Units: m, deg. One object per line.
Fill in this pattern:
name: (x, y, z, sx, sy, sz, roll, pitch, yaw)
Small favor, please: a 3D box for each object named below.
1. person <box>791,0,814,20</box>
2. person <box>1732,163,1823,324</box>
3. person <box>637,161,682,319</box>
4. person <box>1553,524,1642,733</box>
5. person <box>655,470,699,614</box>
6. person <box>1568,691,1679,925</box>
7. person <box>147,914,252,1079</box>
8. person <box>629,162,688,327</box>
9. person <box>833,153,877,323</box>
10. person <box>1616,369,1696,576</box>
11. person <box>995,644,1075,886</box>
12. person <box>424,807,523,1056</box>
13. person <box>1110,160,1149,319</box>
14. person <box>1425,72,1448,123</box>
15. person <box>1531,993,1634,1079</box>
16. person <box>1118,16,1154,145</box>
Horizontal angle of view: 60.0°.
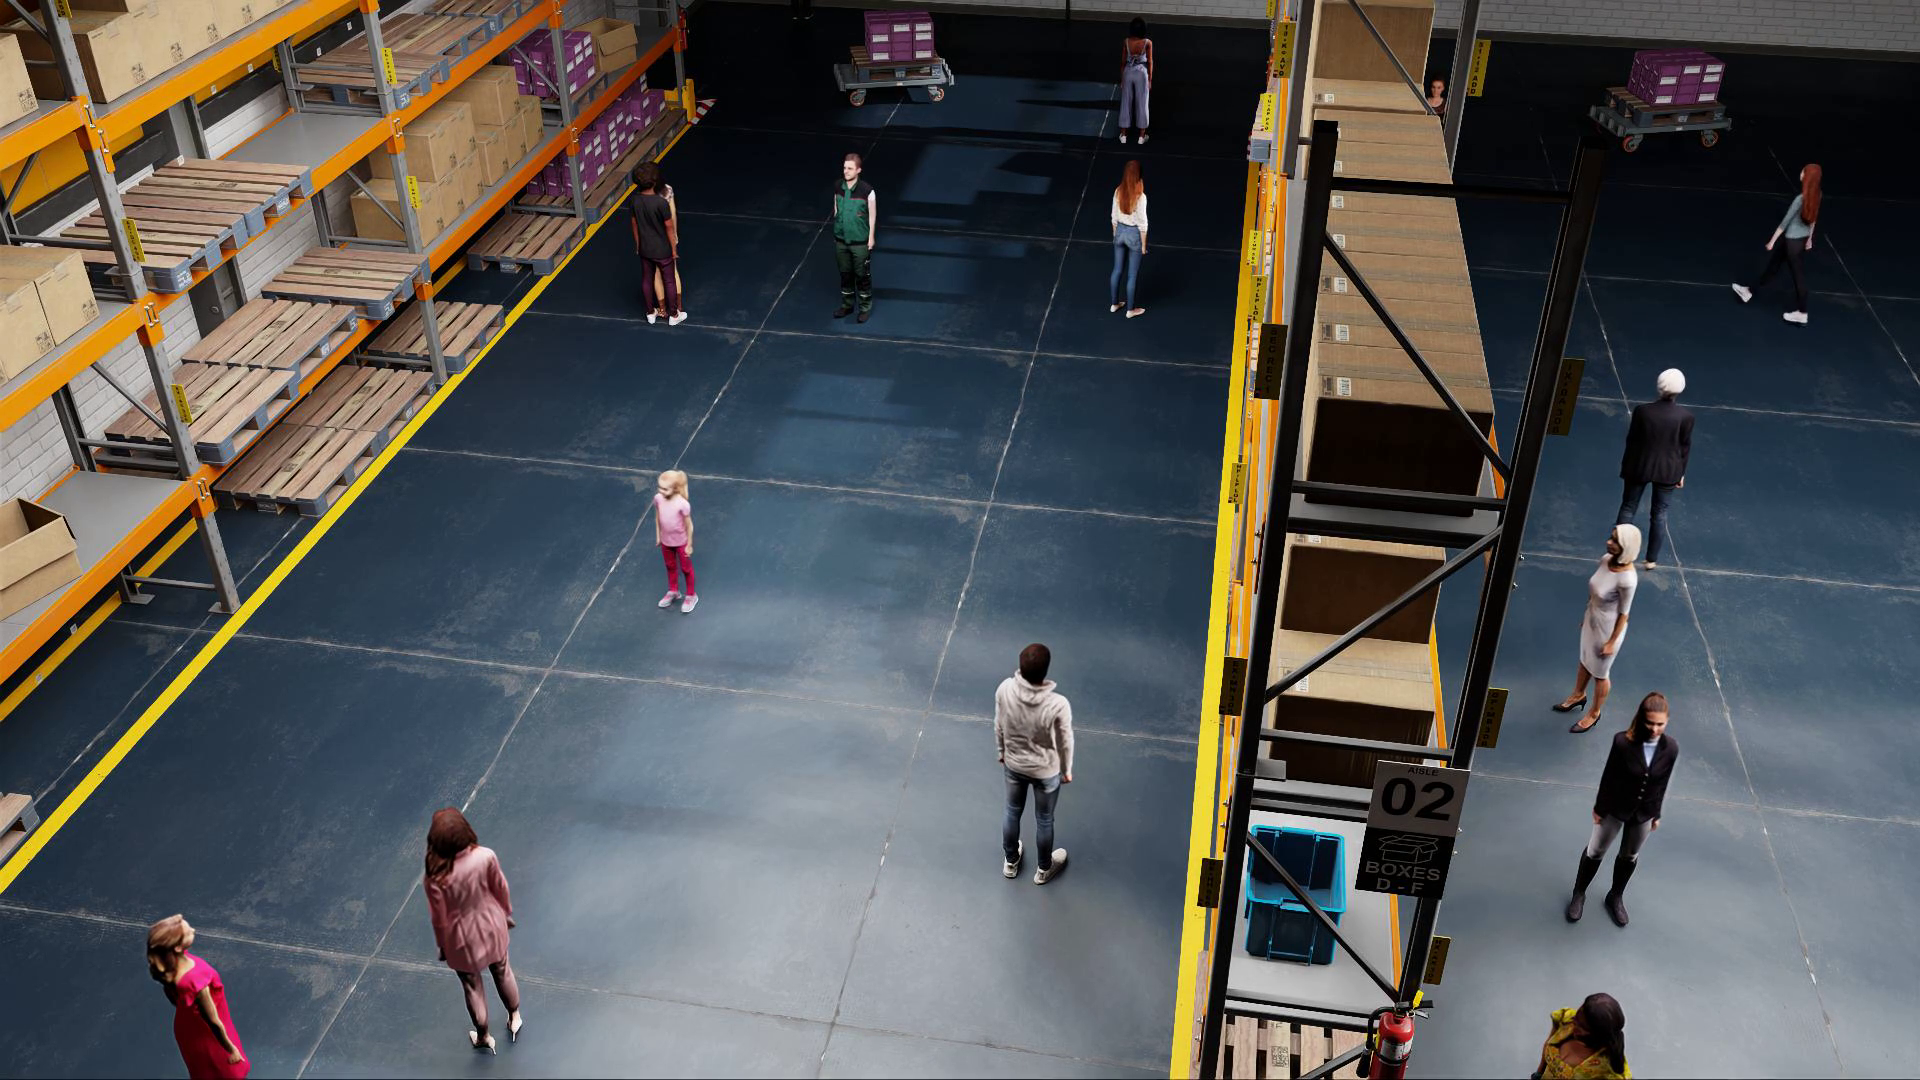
person: (-2.626, -9.245, 27.101, 0.601, 1.455, 0.559, 1, 34, 2)
person: (8.918, -3.095, 17.633, 1.091, 1.694, 1.149, -21, 39, -29)
person: (-3.210, -3.209, 17.770, 0.657, 1.733, 0.721, -22, 39, -29)
person: (4.640, 0.624, 11.987, 0.686, 1.751, 0.555, -5, 34, -7)
person: (-2.291, -0.019, 13.386, 0.536, 1.274, 0.564, 14, 36, 20)
person: (4.172, 1.691, 10.402, 0.557, 1.729, 0.541, 5, 34, 7)
person: (-4.066, 2.663, 8.940, 0.660, 1.728, 0.680, 23, 40, 31)
person: (-3.233, -3.134, 17.612, 0.631, 1.784, 0.578, 8, 34, 11)
person: (-1.135, -3.228, 17.699, 0.699, 1.843, 0.679, 14, 36, 20)
person: (5.413, -0.525, 12.876, 0.790, 1.780, 0.697, 17, 37, 23)
person: (0.454, 1.436, 10.673, 0.701, 1.853, 0.618, 11, 35, 16)
person: (-2.774, 2.245, 9.502, 0.676, 1.803, 0.742, -22, 40, -30)
person: (1.808, -3.236, 17.815, 0.652, 1.728, 0.658, 26, 41, 33)
person: (5.717, -4.866, 20.316, 0.571, 1.674, 0.556, 7, 34, 10)
person: (3.157, 2.931, 8.598, 1.060, 1.661, 0.957, -14, 36, -20)
person: (2.349, -6.150, 22.229, 0.577, 1.696, 0.505, 6, 34, 10)
